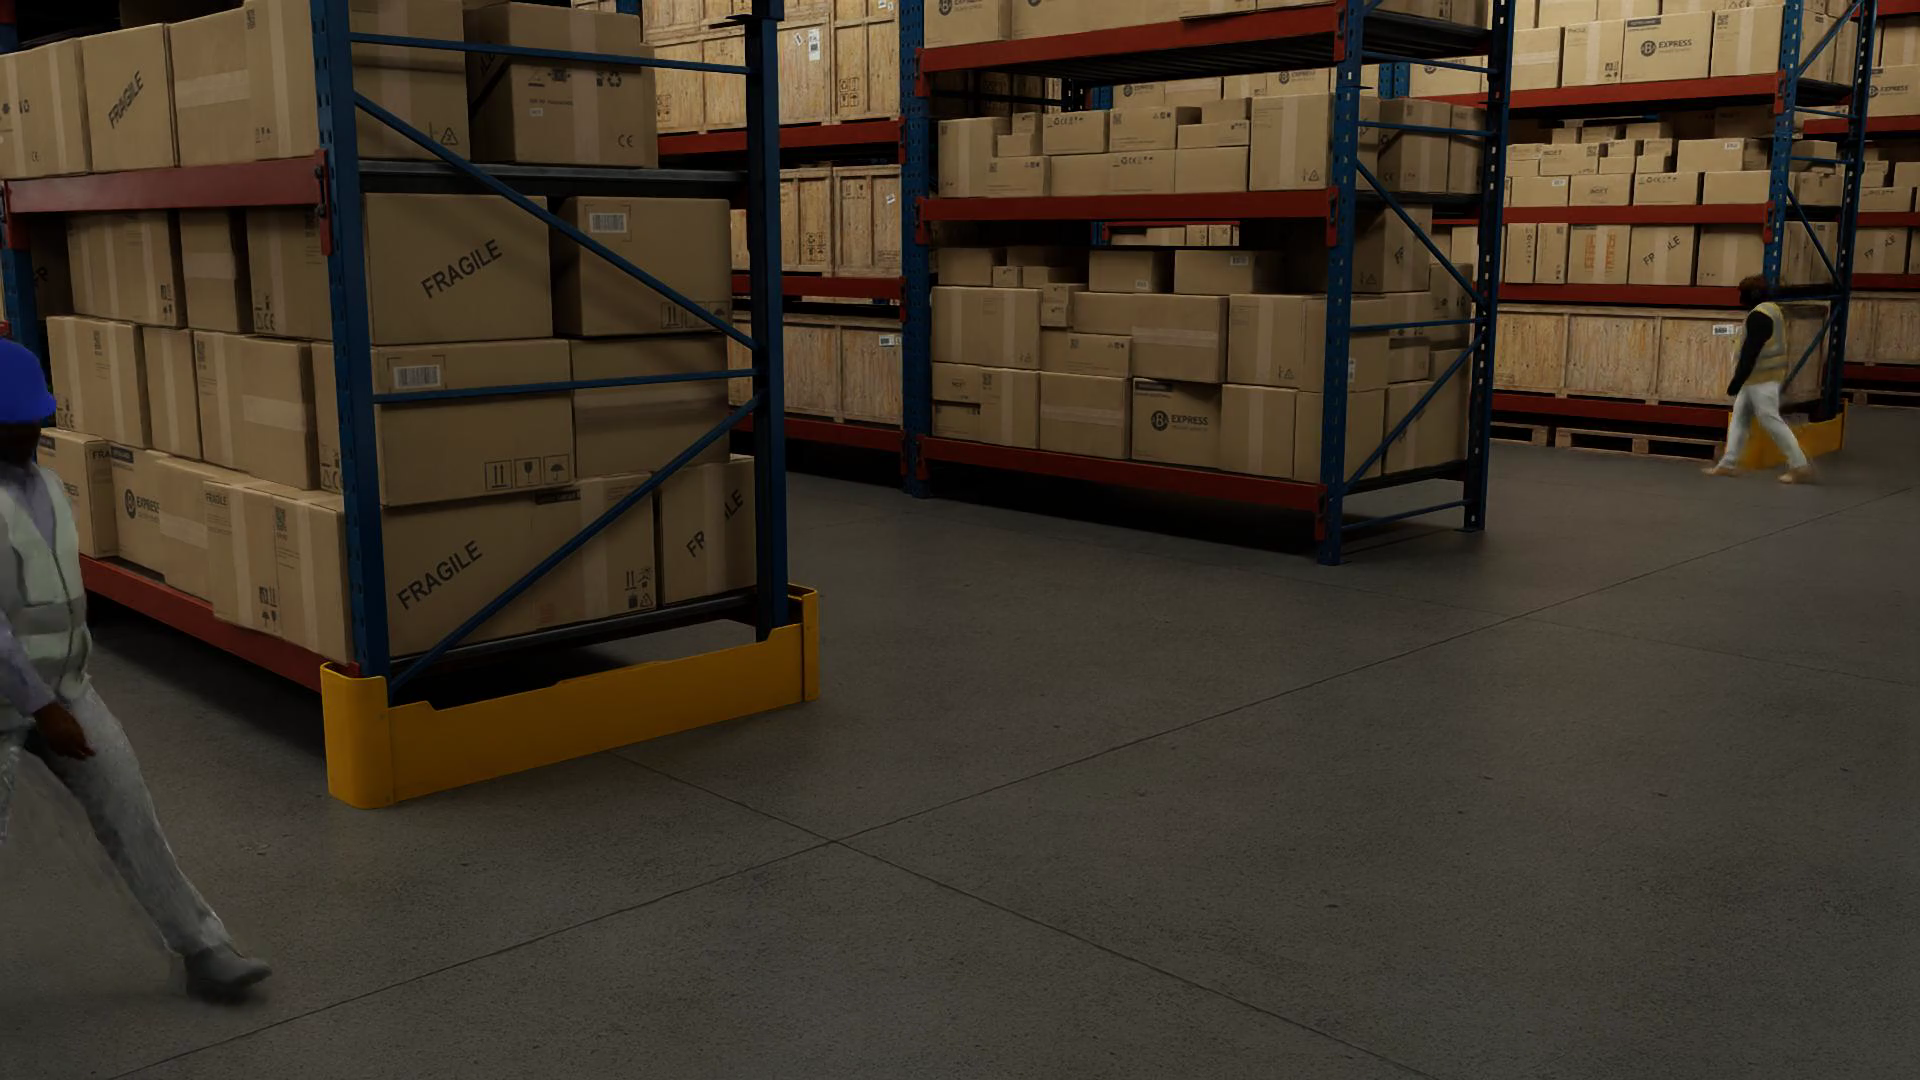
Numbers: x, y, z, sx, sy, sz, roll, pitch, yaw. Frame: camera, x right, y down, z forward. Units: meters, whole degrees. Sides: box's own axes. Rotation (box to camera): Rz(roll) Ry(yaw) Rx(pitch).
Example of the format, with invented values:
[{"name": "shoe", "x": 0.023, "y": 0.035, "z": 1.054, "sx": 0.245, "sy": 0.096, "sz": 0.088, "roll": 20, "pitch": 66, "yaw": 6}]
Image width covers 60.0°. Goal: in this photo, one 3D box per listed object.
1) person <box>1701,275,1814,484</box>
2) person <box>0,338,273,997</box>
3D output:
[{"name": "person", "x": 7.002, "y": -1.393, "z": 14.413, "sx": 0.882, "sy": 1.803, "sz": 0.646, "roll": 5, "pitch": 12, "yaw": 28}, {"name": "person", "x": -2.485, "y": 0.399, "z": 4.454, "sx": 1.048, "sy": 1.867, "sz": 0.591, "roll": 1, "pitch": 10, "yaw": 5}]
